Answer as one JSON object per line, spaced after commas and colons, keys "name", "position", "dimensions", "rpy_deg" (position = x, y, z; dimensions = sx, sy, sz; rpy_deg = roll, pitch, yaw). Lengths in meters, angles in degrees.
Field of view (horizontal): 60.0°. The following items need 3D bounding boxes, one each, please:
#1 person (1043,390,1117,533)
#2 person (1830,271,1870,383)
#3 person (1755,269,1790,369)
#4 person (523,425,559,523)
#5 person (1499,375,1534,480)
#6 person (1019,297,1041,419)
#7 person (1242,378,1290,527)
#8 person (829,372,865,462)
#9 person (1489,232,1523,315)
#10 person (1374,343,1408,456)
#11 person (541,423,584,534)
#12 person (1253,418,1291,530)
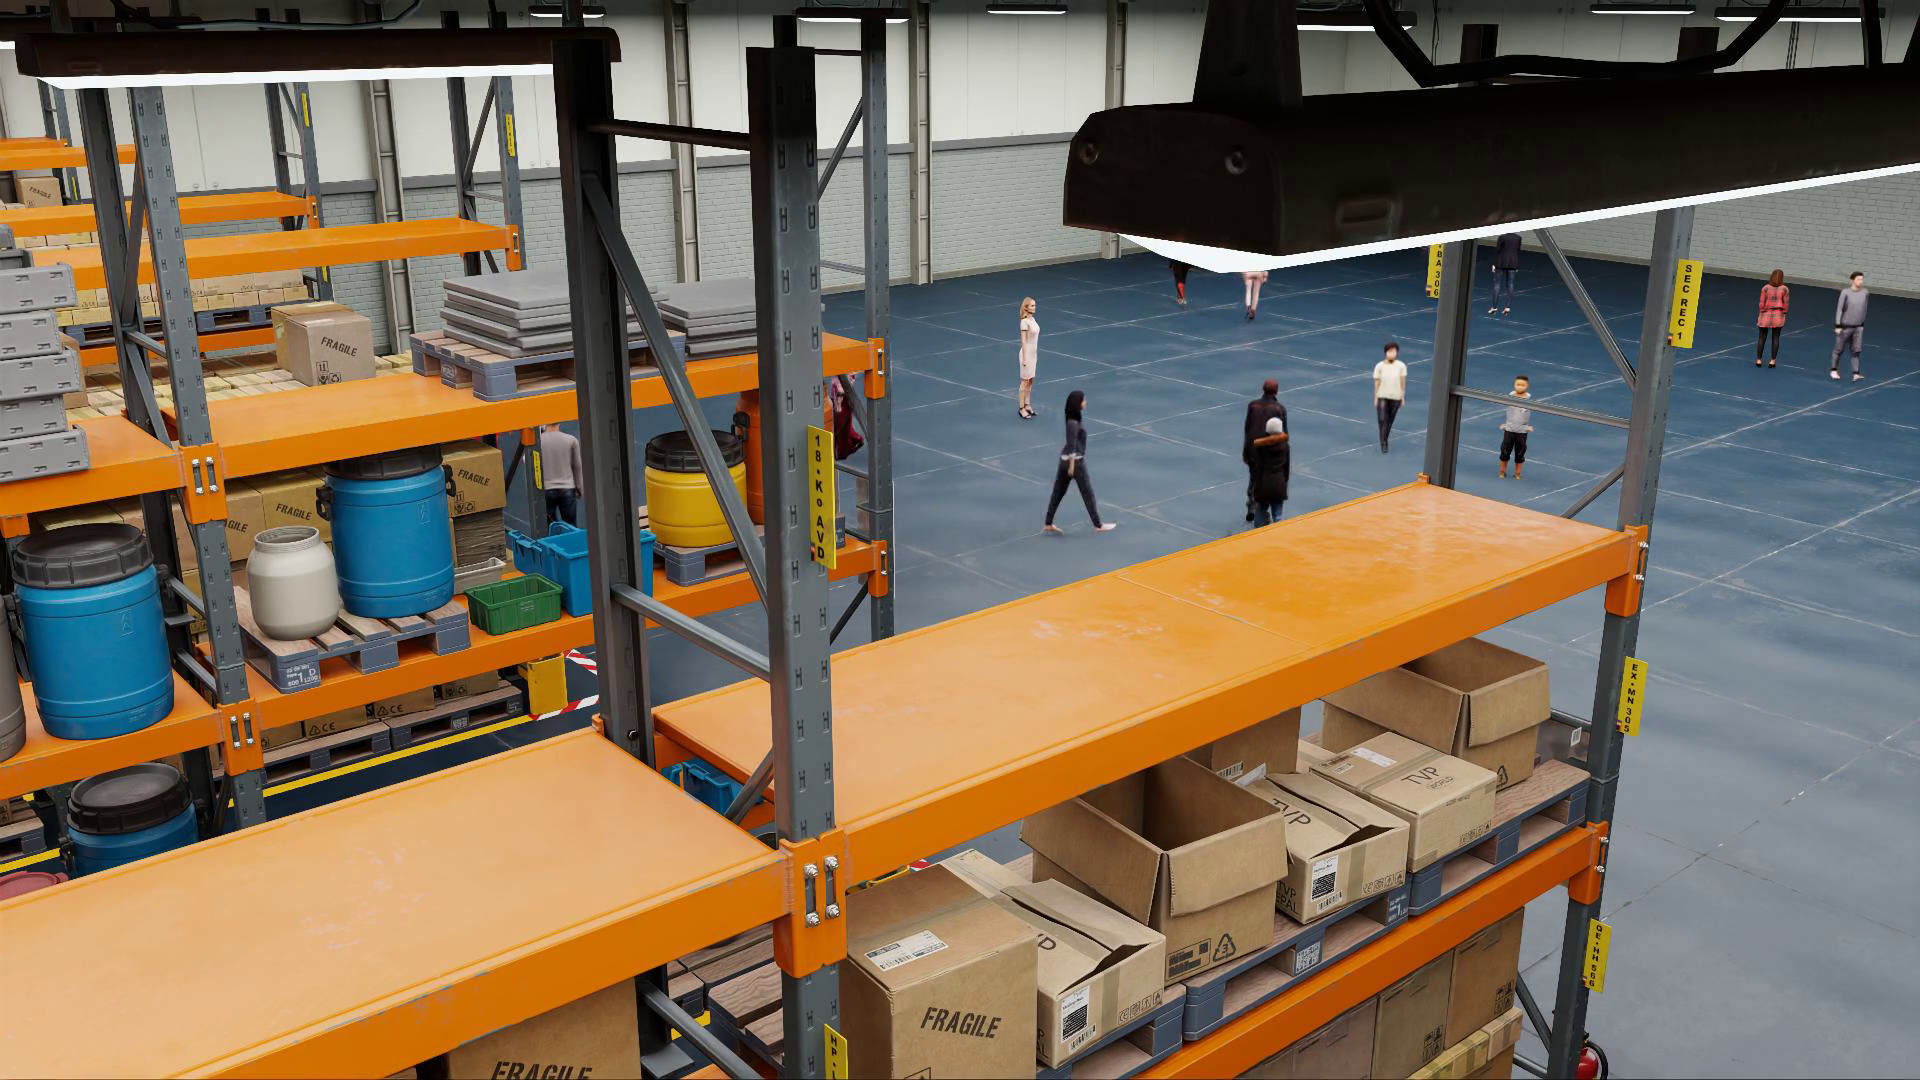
{"name": "person", "position": [1.228, -0.891, 19.611], "dimensions": [1.155, 1.734, 0.969], "rpy_deg": [-2, 18, -7]}
{"name": "person", "position": [14.755, -3.558, 27.682], "dimensions": [1.146, 1.808, 1.167], "rpy_deg": [0, 18, -1]}
{"name": "person", "position": [13.995, -3.825, 28.671], "dimensions": [0.682, 1.703, 0.667], "rpy_deg": [10, 21, 29]}
{"name": "person", "position": [-4.674, -0.574, 18.688], "dimensions": [0.741, 1.702, 0.669], "rpy_deg": [3, 18, 8]}
{"name": "person", "position": [7.386, -1.541, 22.057], "dimensions": [0.650, 1.455, 0.656], "rpy_deg": [6, 19, 17]}
{"name": "person", "position": [1.027, -2.774, 25.236], "dimensions": [0.702, 1.830, 0.562], "rpy_deg": [9, 20, 26]}
{"name": "person", "position": [3.616, -1.029, 19.918], "dimensions": [0.840, 1.806, 0.862], "rpy_deg": [9, 20, 25]}
{"name": "person", "position": [-1.546, -1.887, 22.826], "dimensions": [0.910, 1.637, 0.854], "rpy_deg": [-1, 18, -2]}
{"name": "person", "position": [9.927, -5.002, 30.325], "dimensions": [0.818, 1.781, 0.789], "rpy_deg": [1, 18, 4]}
{"name": "person", "position": [5.981, -1.975, 23.229], "dimensions": [0.988, 1.555, 1.045], "rpy_deg": [1, 18, 4]}
{"name": "person", "position": [-4.416, -0.524, 18.215], "dimensions": [0.752, 1.901, 0.910], "rpy_deg": [-4, 19, -13]}
{"name": "person", "position": [3.545, -0.552, 18.782], "dimensions": [1.084, 1.602, 0.998], "rpy_deg": [-4, 18, -11]}
